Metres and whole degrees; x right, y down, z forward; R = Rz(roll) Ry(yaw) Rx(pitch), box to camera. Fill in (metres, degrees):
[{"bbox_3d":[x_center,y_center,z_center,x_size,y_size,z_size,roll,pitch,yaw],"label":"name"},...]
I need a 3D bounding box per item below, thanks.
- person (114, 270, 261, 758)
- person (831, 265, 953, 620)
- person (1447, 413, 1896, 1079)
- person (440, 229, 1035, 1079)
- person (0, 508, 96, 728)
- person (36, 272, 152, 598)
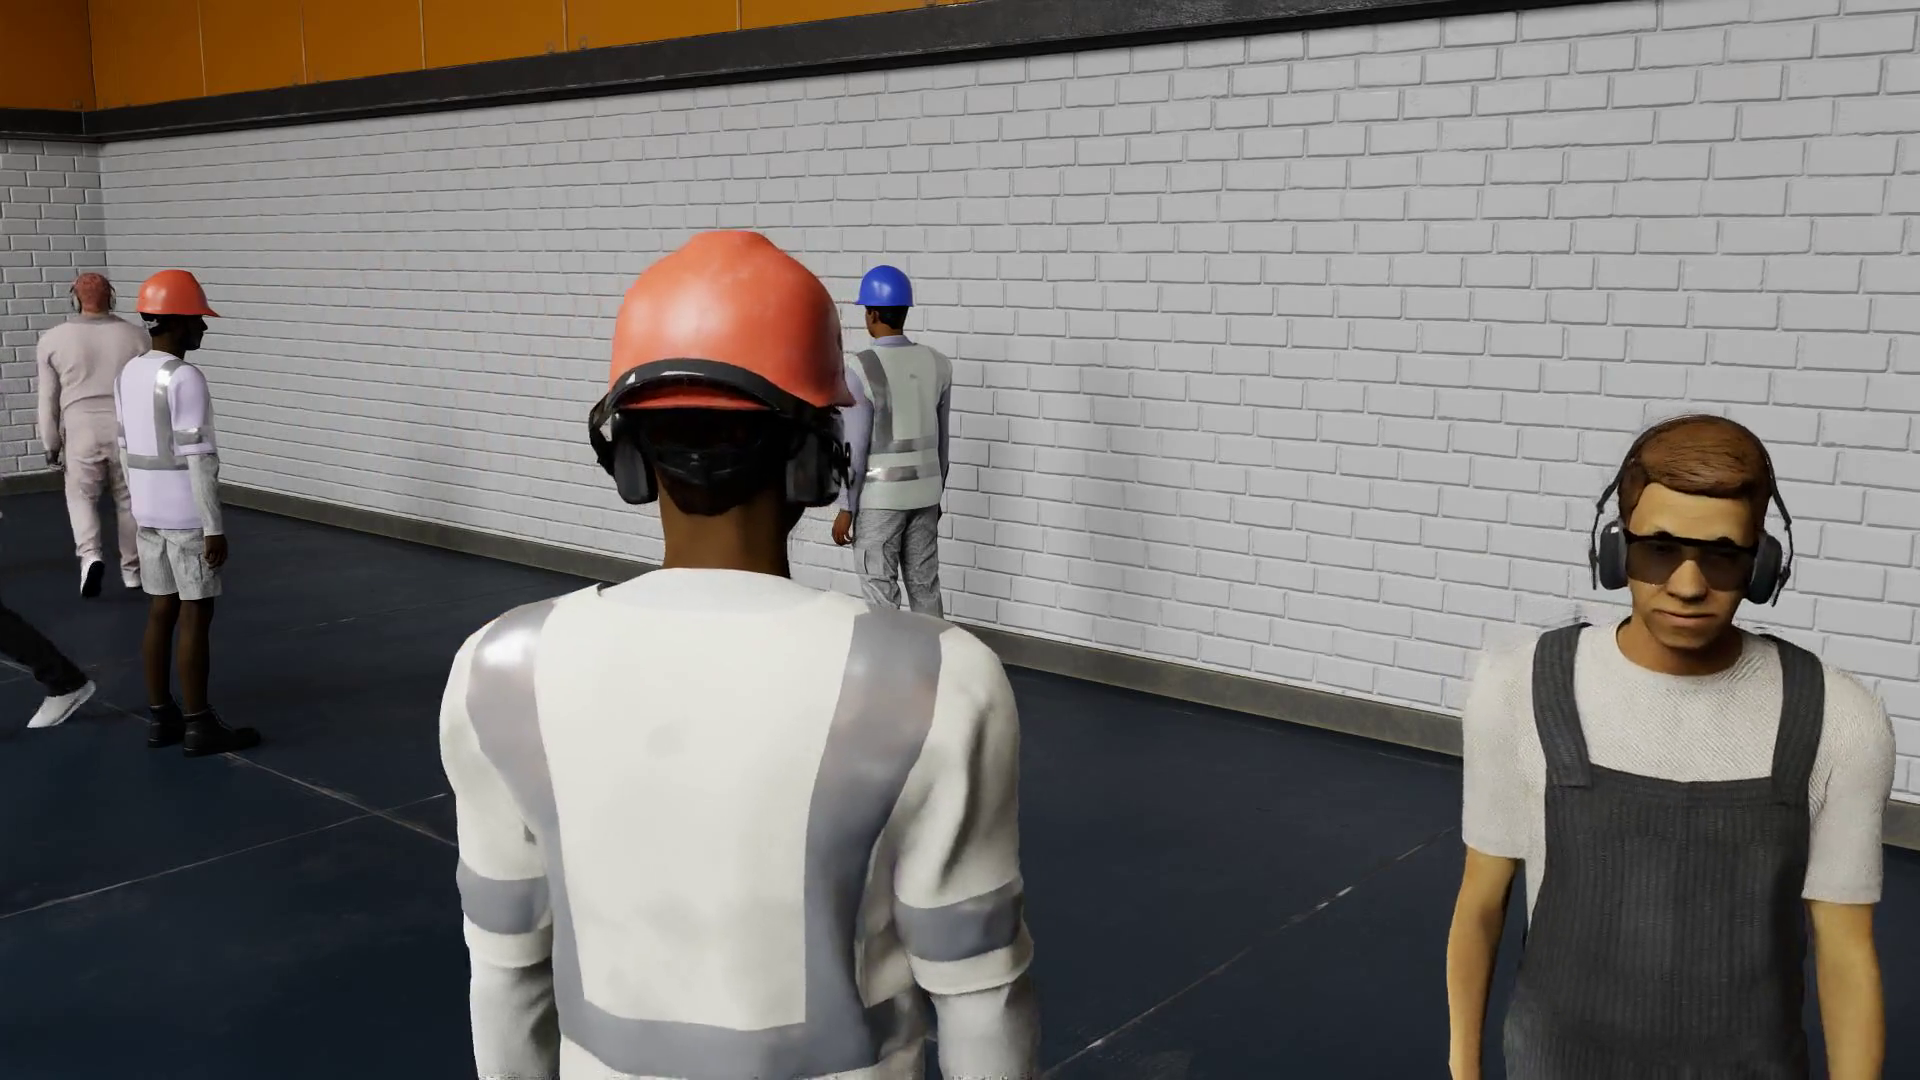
[{"bbox_3d":[-3.109,-0.106,6.678,0.551,1.934,0.375,7,12,35],"label":"person"},{"bbox_3d":[-0.292,-0.186,7.100,0.604,1.949,0.389,-10,14,-44],"label":"person"},{"bbox_3d":[0.889,0.748,2.146,0.506,1.828,0.424,3,10,15],"label":"person"},{"bbox_3d":[-0.223,0.696,1.828,0.612,2.041,0.410,3,10,14],"label":"person"},{"bbox_3d":[-4.042,-0.069,6.700,0.606,1.871,0.959,6,12,32],"label":"person"},{"bbox_3d":[-4.939,-0.598,9.616,0.668,1.896,0.675,-5,11,-27],"label":"person"}]
